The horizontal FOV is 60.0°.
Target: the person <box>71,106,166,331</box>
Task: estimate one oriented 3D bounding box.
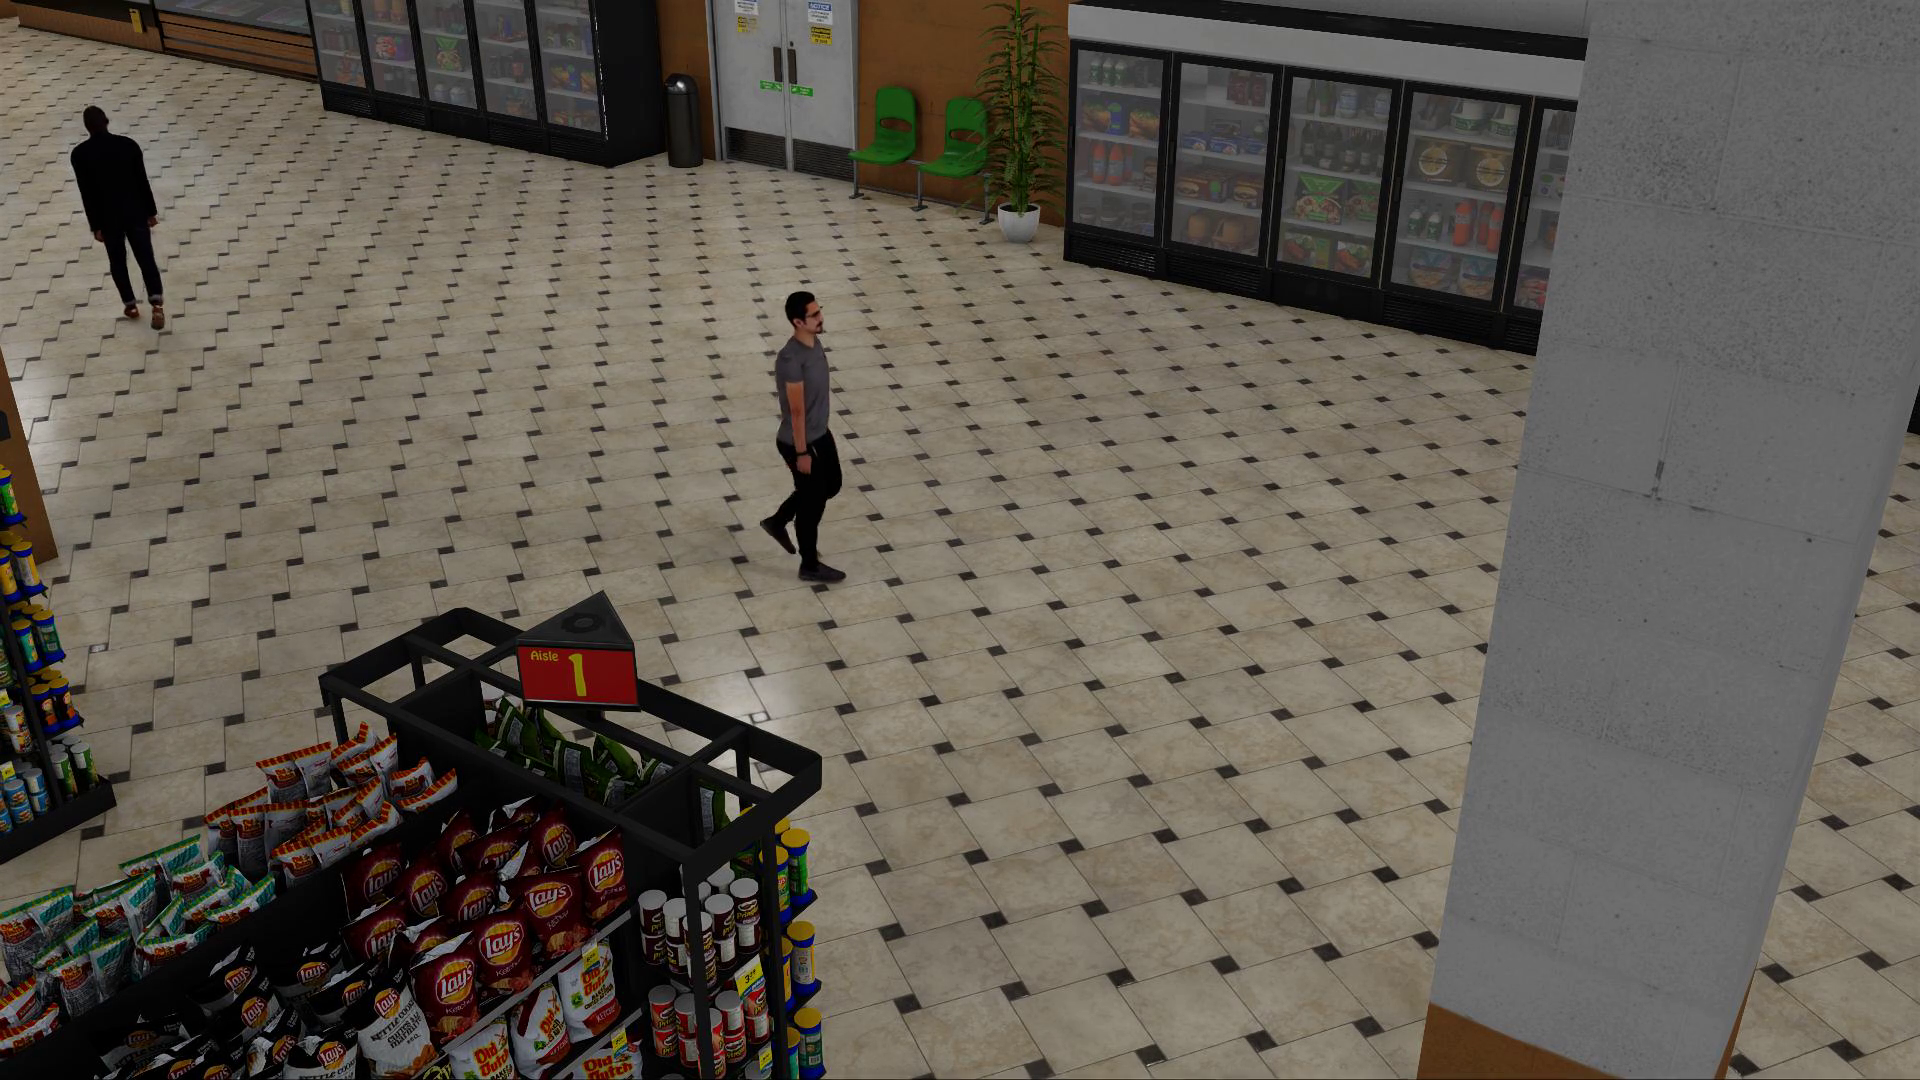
[{"bbox_3d":[-6.714,-2.552,13.380,1.208,1.786,1.059,-16,31,-28],"label":"person"}]

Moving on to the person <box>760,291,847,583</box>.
[{"bbox_3d":[-0.961,-0.589,9.559,0.850,1.740,0.846,6,27,11],"label":"person"}]
